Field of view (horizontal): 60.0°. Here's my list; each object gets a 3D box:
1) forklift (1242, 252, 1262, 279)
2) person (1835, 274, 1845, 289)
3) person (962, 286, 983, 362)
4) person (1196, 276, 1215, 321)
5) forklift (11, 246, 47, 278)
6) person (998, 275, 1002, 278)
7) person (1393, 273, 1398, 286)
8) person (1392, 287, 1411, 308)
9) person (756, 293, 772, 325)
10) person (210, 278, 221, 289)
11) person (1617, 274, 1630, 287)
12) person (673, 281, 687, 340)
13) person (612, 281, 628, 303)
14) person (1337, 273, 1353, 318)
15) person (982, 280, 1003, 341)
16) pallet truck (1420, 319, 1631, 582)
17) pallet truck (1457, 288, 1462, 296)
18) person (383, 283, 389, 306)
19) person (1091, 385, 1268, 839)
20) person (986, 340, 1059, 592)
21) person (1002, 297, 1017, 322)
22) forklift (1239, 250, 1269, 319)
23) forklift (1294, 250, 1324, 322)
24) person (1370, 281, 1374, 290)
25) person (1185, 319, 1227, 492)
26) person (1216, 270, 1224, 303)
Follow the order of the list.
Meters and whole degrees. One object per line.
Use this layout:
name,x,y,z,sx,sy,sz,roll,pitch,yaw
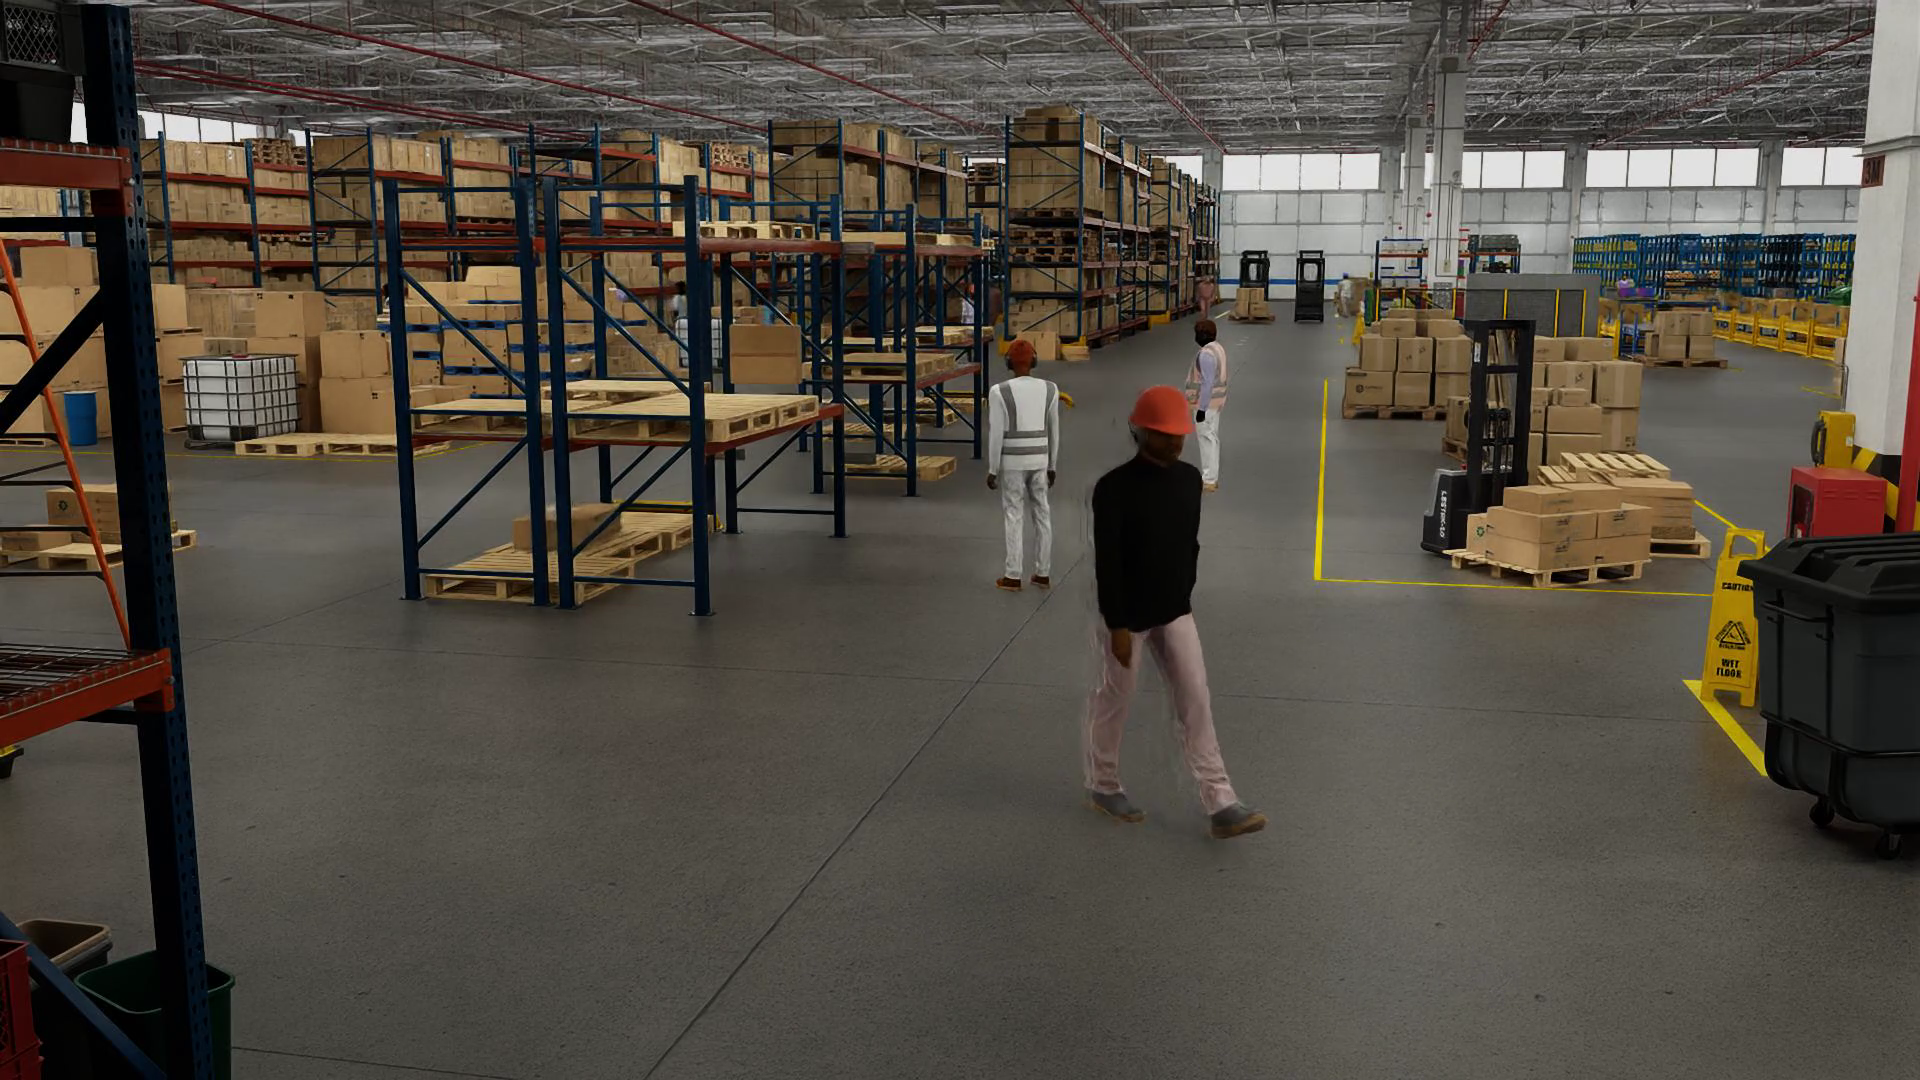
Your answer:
forklift,13.966,-12.430,79.814,1.129,2.768,1.873,2,10,12
person,39.353,-10.985,74.351,0.404,1.832,0.600,8,12,39
person,0.326,-4.935,38.432,0.567,1.873,0.998,-1,10,-4
person,9.383,-9.192,63.697,0.692,1.858,0.967,-1,10,-8
forklift,-24.841,-6.486,44.616,1.873,2.768,1.129,2,10,12
person,2.174,-13.654,90.326,0.607,1.797,0.898,0,10,1
person,23.072,-13.280,88.240,0.485,1.734,0.346,-7,12,-36
person,12.493,-6.317,47.109,0.540,1.696,0.317,6,11,33
person,-4.614,-4.955,39.105,0.533,1.663,0.549,5,11,26
person,-21.476,-6.582,47.964,0.633,1.947,1.016,2,10,14
person,28.825,-10.650,72.326,0.565,1.846,0.390,-2,10,-10
person,-7.107,-5.608,42.192,0.880,1.941,0.606,2,10,10
person,-9.190,-5.998,44.521,0.627,1.936,0.374,-2,10,-12
person,16.241,-10.294,70.123,0.626,1.893,1.021,-1,10,-8
person,0.978,-6.977,50.570,0.645,1.853,1.009,3,10,16
pallet truck,4.543,-0.757,13.299,0.823,1.965,1.885,-4,10,-22
pallet truck,20.506,-9.785,68.819,0.653,1.274,1.630,2,10,12
person,-13.226,-5.012,38.741,0.392,1.916,0.592,-1,10,-9
person,0.879,0.327,7.037,0.635,1.941,0.996,-6,11,-32
person,0.468,-0.550,12.417,0.575,1.882,0.359,-4,10,-23
person,1.996,-9.096,63.848,0.779,1.605,0.501,1,10,6
forklift,11.786,-10.166,66.404,1.129,2.768,1.873,2,10,12
forklift,13.778,-10.002,65.433,1.129,2.768,1.873,2,10,12
person,15.586,-8.961,62.854,0.769,1.668,0.550,-6,11,-33
person,2.616,-1.429,17.747,0.429,1.839,0.633,3,10,19
person,14.517,-14.409,94.426,0.858,1.910,0.549,4,10,20
